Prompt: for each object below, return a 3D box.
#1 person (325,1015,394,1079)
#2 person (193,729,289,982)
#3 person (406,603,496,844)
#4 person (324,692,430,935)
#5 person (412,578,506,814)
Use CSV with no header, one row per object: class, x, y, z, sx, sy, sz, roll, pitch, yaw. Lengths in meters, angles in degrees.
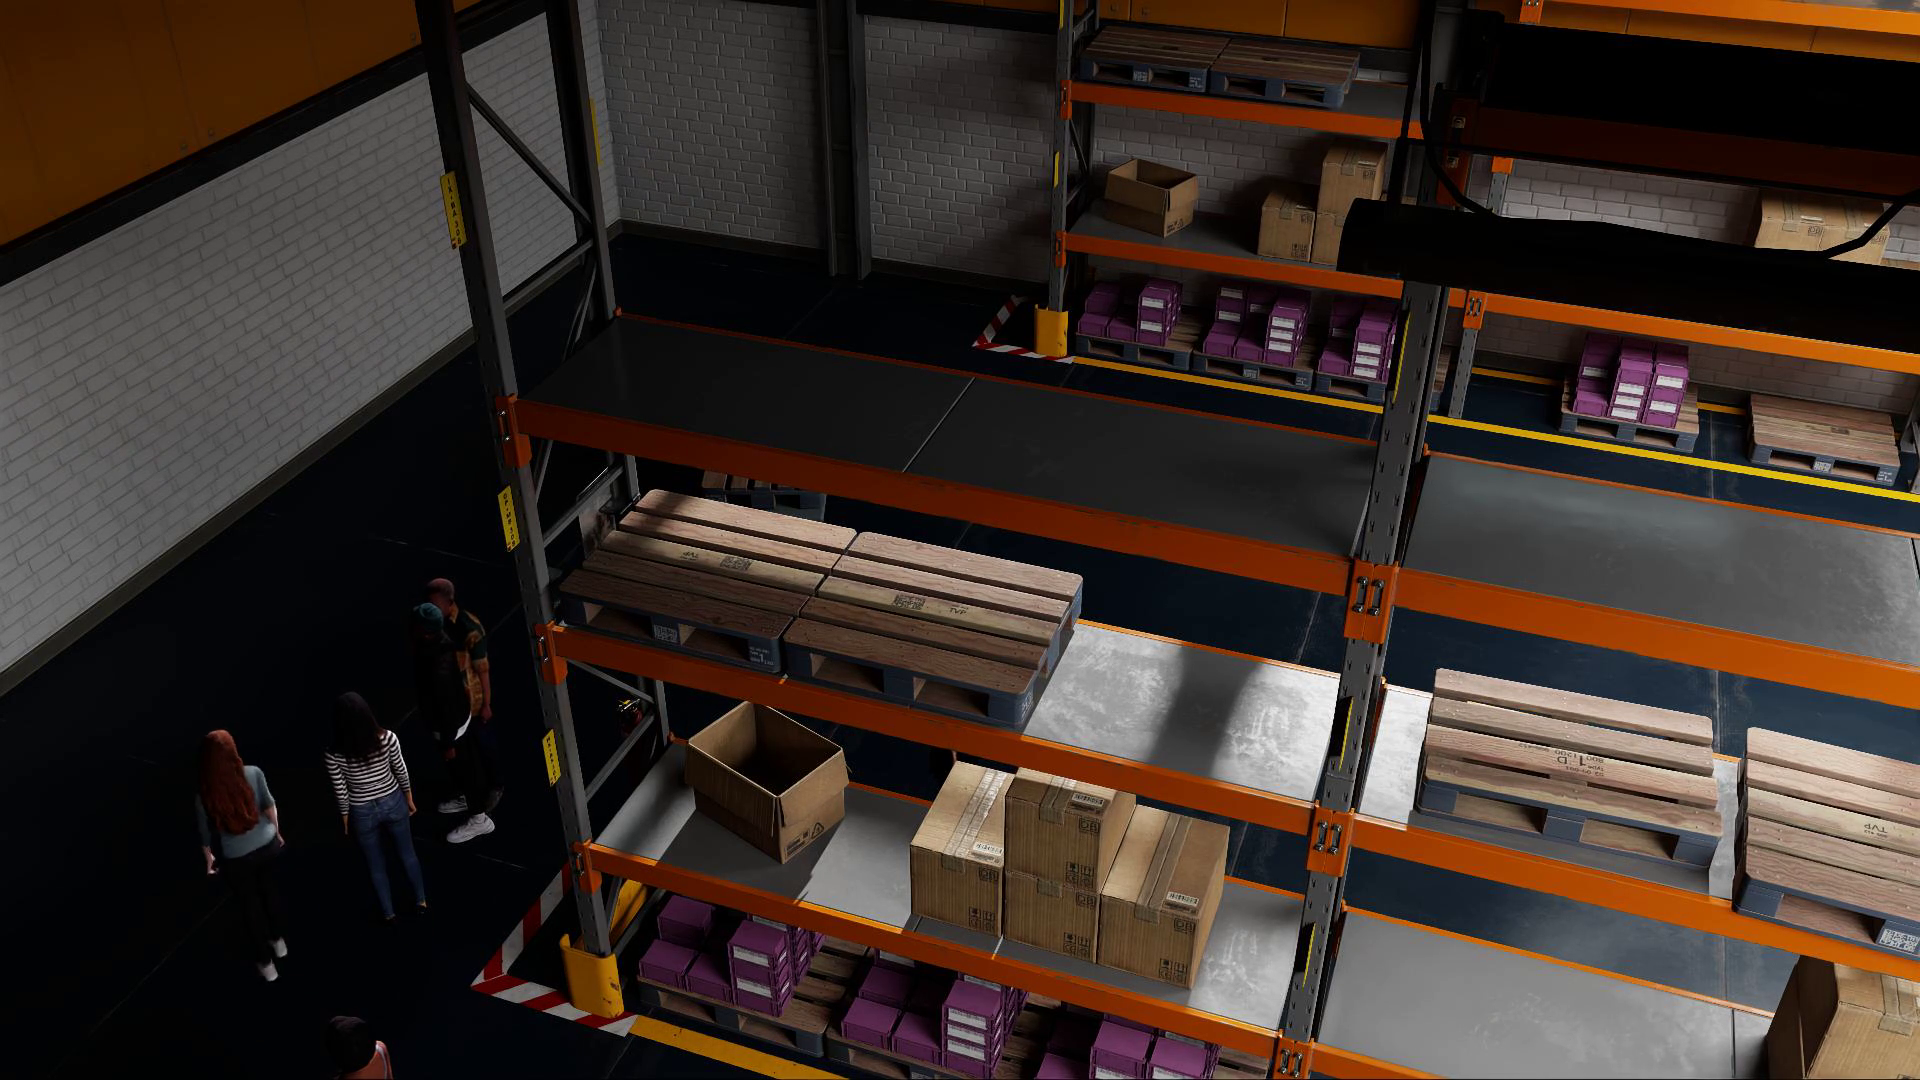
person,-2.863,2.931,8.137,0.506,1.696,0.574,12,36,18
person,-4.106,1.866,9.721,0.781,1.715,0.734,27,42,34
person,-3.292,1.147,10.709,0.805,1.818,0.764,-11,35,-16
person,-3.493,1.645,9.980,0.636,1.797,0.675,-18,38,-25
person,-3.284,1.000,10.942,0.579,1.807,0.742,11,35,16
